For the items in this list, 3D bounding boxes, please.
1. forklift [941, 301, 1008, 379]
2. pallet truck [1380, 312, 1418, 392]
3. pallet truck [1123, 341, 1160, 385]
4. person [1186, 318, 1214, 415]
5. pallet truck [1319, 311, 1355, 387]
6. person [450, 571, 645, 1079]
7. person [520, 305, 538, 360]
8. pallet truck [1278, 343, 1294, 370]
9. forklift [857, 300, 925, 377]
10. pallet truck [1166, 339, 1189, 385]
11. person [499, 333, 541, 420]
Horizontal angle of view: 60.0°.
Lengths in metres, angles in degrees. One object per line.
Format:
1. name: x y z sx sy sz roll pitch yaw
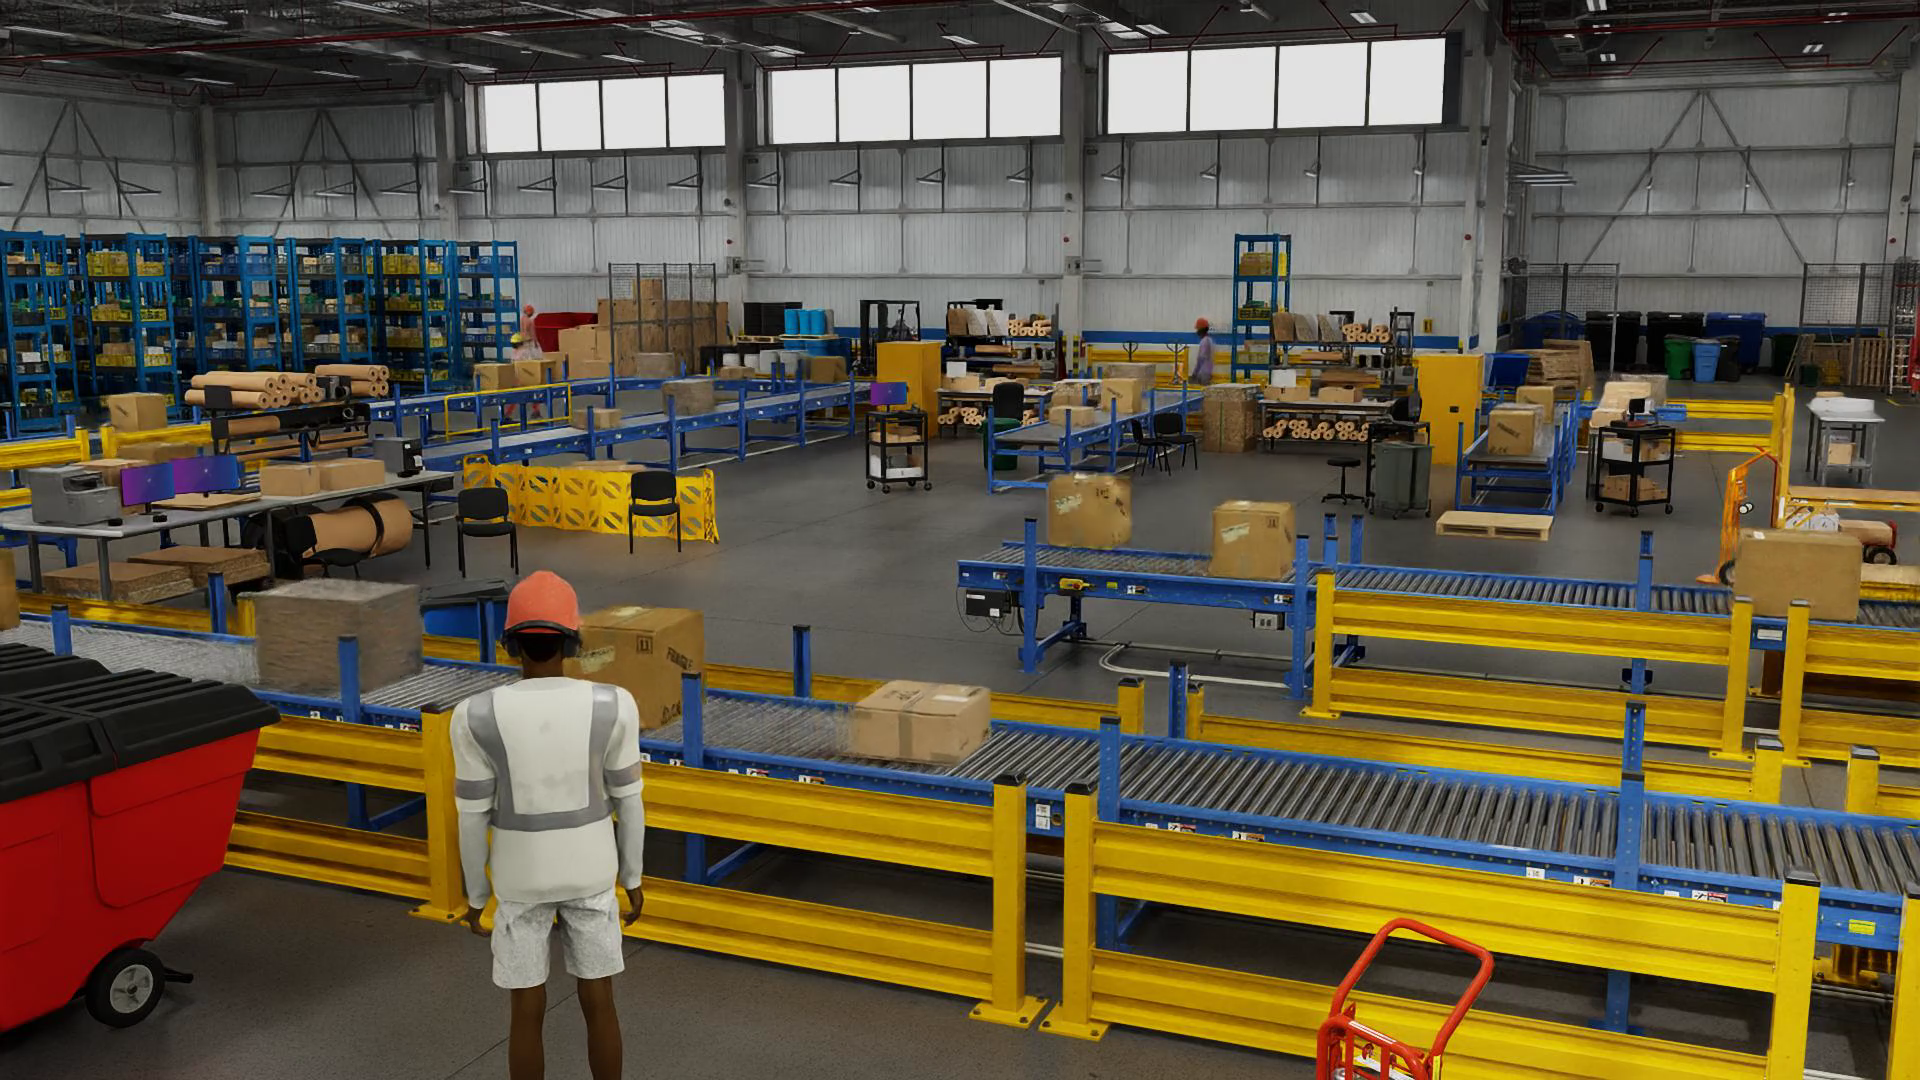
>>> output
1. forklift: 0.365 -4.966 41.571 1.157 1.987 2.680 3 10 20
2. pallet truck: 10.207 -4.283 38.369 0.823 1.965 1.885 3 10 20
3. pallet truck: 4.445 -4.380 41.279 0.680 1.201 1.601 4 10 22
4. person: 4.612 -3.274 32.215 0.925 2.004 0.607 2 10 13
5. pallet truck: 9.071 -4.419 39.190 0.823 1.965 1.885 5 10 26
6. person: -1.353 1.113 5.531 0.608 2.044 0.371 -3 10 -16
7. person: -11.866 -5.457 45.620 0.718 1.955 0.490 6 11 33
8. pallet truck: 7.886 -4.163 39.743 0.653 1.274 1.630 4 10 22
9. forklift: -1.732 -5.109 42.468 1.157 1.987 2.680 4 10 22
10. pallet truck: 5.418 -4.269 40.420 0.704 1.261 1.522 3 10 20
11. person: -8.649 -3.213 32.736 0.537 1.715 0.931 7 12 36
